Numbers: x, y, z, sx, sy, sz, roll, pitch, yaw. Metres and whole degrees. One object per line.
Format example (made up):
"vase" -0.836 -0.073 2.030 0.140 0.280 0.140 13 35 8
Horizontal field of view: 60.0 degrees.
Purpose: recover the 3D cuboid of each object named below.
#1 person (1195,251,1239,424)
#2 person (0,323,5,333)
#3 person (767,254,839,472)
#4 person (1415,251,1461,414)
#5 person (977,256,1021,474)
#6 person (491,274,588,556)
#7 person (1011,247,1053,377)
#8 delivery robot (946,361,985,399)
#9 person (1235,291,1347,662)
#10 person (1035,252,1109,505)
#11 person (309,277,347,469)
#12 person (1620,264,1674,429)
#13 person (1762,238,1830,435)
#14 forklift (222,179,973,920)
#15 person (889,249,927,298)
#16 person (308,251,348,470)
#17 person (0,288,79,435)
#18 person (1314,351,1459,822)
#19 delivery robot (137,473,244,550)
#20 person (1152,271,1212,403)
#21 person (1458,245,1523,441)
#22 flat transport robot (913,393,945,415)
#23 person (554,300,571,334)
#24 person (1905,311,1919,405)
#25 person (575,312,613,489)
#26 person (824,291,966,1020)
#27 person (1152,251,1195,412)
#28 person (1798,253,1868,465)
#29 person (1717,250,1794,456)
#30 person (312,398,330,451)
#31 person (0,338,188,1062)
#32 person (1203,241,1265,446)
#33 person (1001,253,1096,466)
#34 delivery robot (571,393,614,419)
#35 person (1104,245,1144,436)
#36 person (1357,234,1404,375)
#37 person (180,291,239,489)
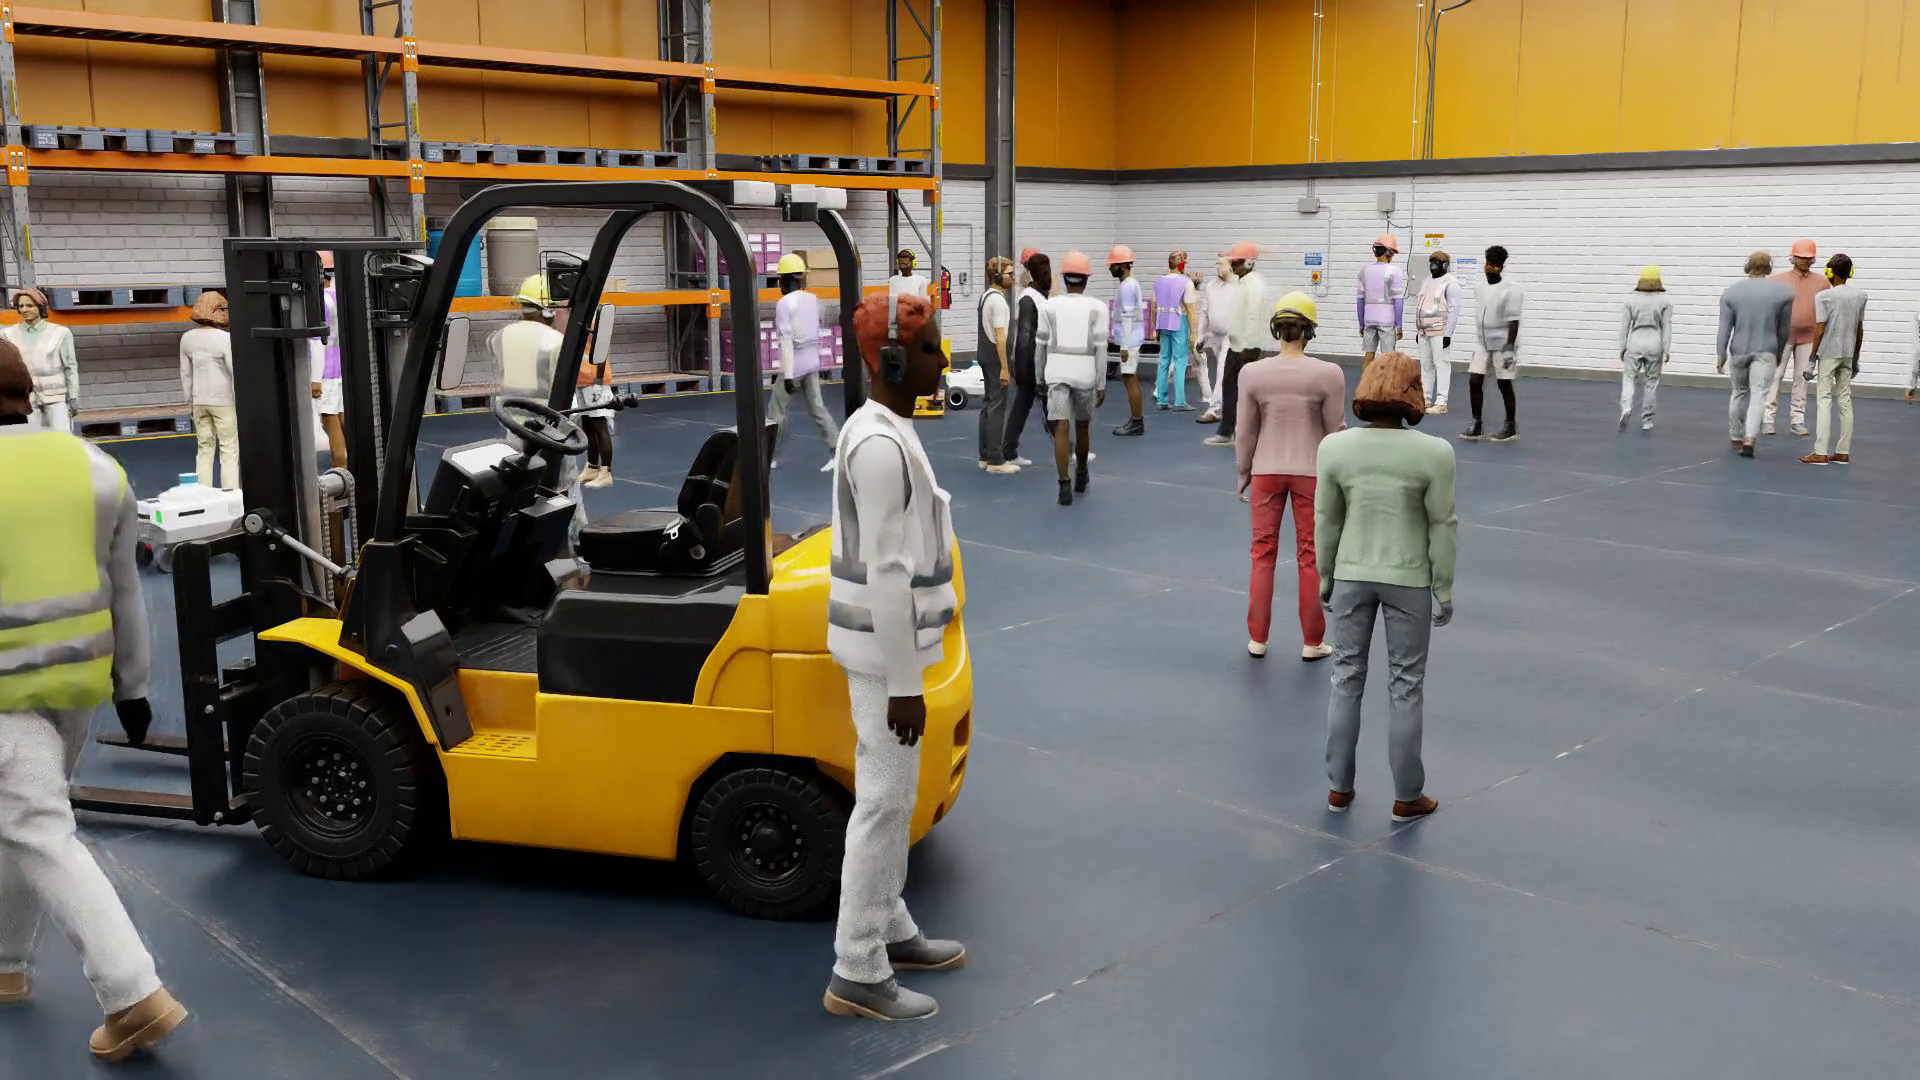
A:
"person" 2.909 -2.216 18.154 1.008 1.859 0.669 -8 13 -38
"person" -7.643 -1.144 12.918 0.520 1.632 0.358 -2 11 -9
"person" -1.394 -1.510 14.269 1.027 1.874 0.597 7 12 33
"person" 5.405 -2.362 18.961 0.429 1.847 0.626 -4 11 -22
"person" 0.319 -1.482 14.159 0.332 1.844 0.518 -2 11 -13
"person" -2.601 -0.730 10.213 0.584 1.793 0.923 4 11 21
"person" 1.102 -3.279 23.970 0.566 1.859 1.087 10 14 43
"delivery robot" 0.193 -1.852 19.444 0.707 0.478 0.477 0 10 0
"person" 1.573 -0.296 7.933 0.524 1.760 0.327 4 11 20
"person" 0.856 -1.251 12.776 0.568 1.883 0.983 1 10 6
"person" -5.391 -1.585 14.576 0.647 1.890 0.793 0 10 0
"person" 7.121 -1.997 17.283 0.500 1.730 0.621 6 12 28
"person" 8.482 -2.058 16.895 0.622 1.990 0.402 1 10 8
"forklift" -1.114 -0.058 5.440 2.313 2.155 1.214 2 11 13
"person" -0.633 -2.470 19.502 0.508 1.865 0.329 3 11 17
"person" -4.990 -1.329 13.119 0.397 1.930 0.539 0 10 1
"person" -6.720 -1.015 12.173 0.516 1.640 0.314 -2 11 -11
"person" 1.469 0.162 5.771 0.497 1.632 0.289 6 12 30
"delivery robot" -4.742 -0.169 10.266 0.477 0.478 0.707 6 12 29
"person" 2.713 -2.426 19.975 0.851 1.597 0.510 -5 12 -27
"person" 5.215 -1.898 16.207 0.782 1.915 0.623 -6 12 -32
"flat transport robot" -0.506 -1.585 19.016 0.652 0.197 1.431 0 10 0
"person" -4.153 -2.049 17.460 0.305 1.771 0.525 -10 14 -44
"person" 7.747 -1.239 13.021 0.612 1.787 0.641 -8 13 -37
"person" -2.971 -1.258 13.341 0.319 1.697 0.533 -7 12 -33
"person" -0.177 0.298 4.360 0.339 1.886 0.576 -1 10 -4
"person" 2.454 -2.396 19.139 0.374 1.843 0.574 -10 14 -43
"person" 7.719 -1.590 14.701 0.518 1.865 0.329 -2 11 -9
"person" 7.331 -1.732 15.398 0.617 1.897 0.958 6 12 29
"person" -6.328 -1.683 15.431 0.957 1.795 0.666 -9 14 -40
"person" -2.316 0.386 4.138 0.974 1.804 0.626 5 11 25
"person" 2.782 -1.870 15.928 0.797 1.976 0.620 -2 11 -12
"person" 0.762 -1.550 14.480 0.882 1.858 0.575 0 10 0
"delivery robot" -3.796 -1.342 16.662 0.477 0.478 0.707 6 12 29
"person" 1.668 -2.017 16.890 0.434 1.924 0.556 2 11 9
"person" 4.907 -2.530 19.361 0.387 2.034 0.605 -9 14 -41
"person" -5.229 -0.927 11.711 0.507 1.632 0.264 4 11 19
